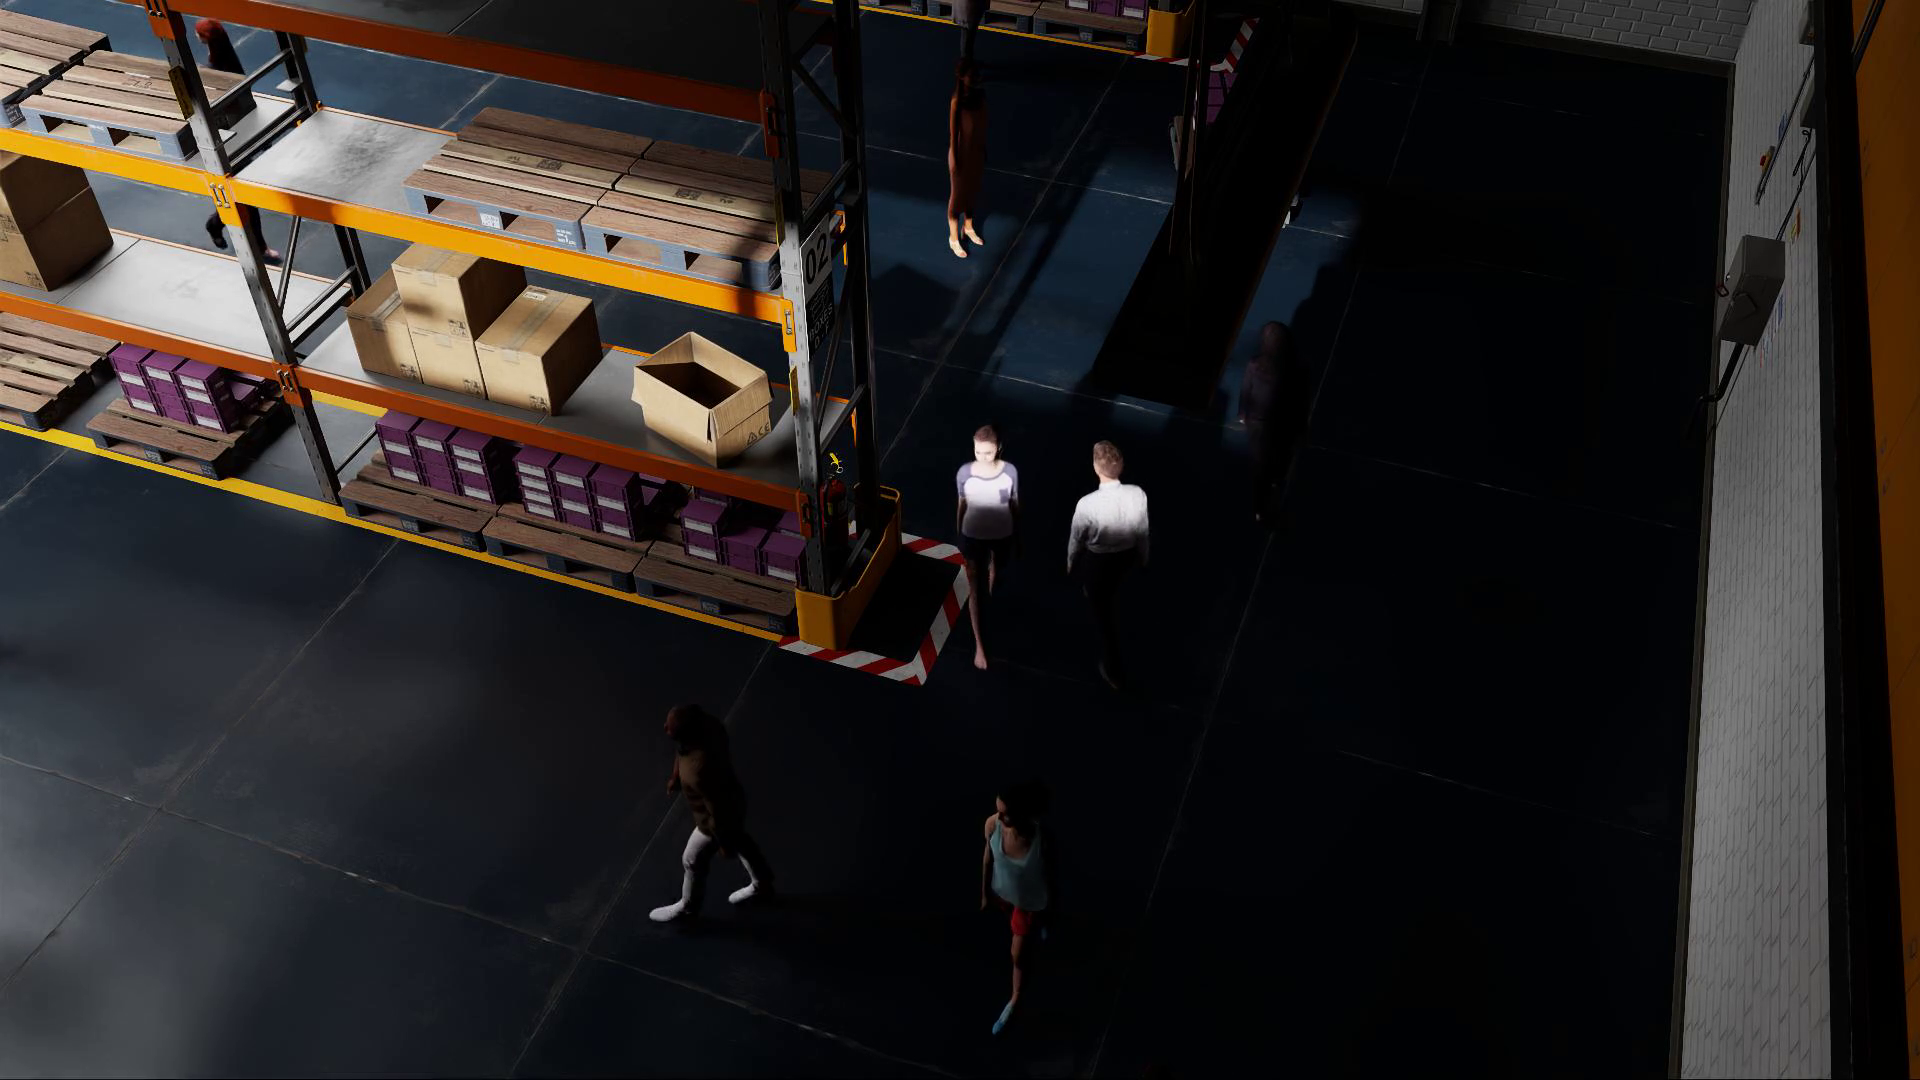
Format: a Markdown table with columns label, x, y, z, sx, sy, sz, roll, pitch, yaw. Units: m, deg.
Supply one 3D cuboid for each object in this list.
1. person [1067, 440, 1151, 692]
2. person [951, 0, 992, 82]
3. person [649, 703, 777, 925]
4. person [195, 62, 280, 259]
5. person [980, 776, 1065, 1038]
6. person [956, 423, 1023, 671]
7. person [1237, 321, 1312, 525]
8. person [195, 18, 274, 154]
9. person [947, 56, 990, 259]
| label | x | y | z | sx | sy | sz | roll | pitch | yaw |
| --- | --- | --- | --- | --- | --- | --- | --- | --- | --- |
| person | 0.972 | 0.197 | 10.699 | 1.223 | 1.765 | 1.205 | -12 | 45 | -13 |
| person | 0.105 | -5.457 | 16.746 | 0.723 | 1.611 | 0.694 | 4 | 44 | 4 |
| person | -1.283 | 1.513 | 9.294 | 1.119 | 1.798 | 0.977 | -2 | 44 | -2 |
| person | -6.357 | -3.213 | 14.212 | 0.840 | 1.855 | 0.708 | 19 | 47 | 19 |
| person | 0.351 | 1.844 | 8.995 | 1.103 | 1.731 | 0.769 | 18 | 46 | 18 |
| person | 0.192 | -0.096 | 11.041 | 1.154 | 1.718 | 1.003 | -6 | 44 | -6 |
| person | 2.219 | -0.780 | 11.860 | 0.856 | 1.579 | 0.802 | 9 | 44 | 10 |
| person | -6.439 | -3.869 | 14.968 | 0.972 | 1.763 | 0.729 | 4 | 44 | 4 |
| person | 0.052 | -3.314 | 14.336 | 0.632 | 1.831 | 0.644 | 31 | 52 | 29 |
